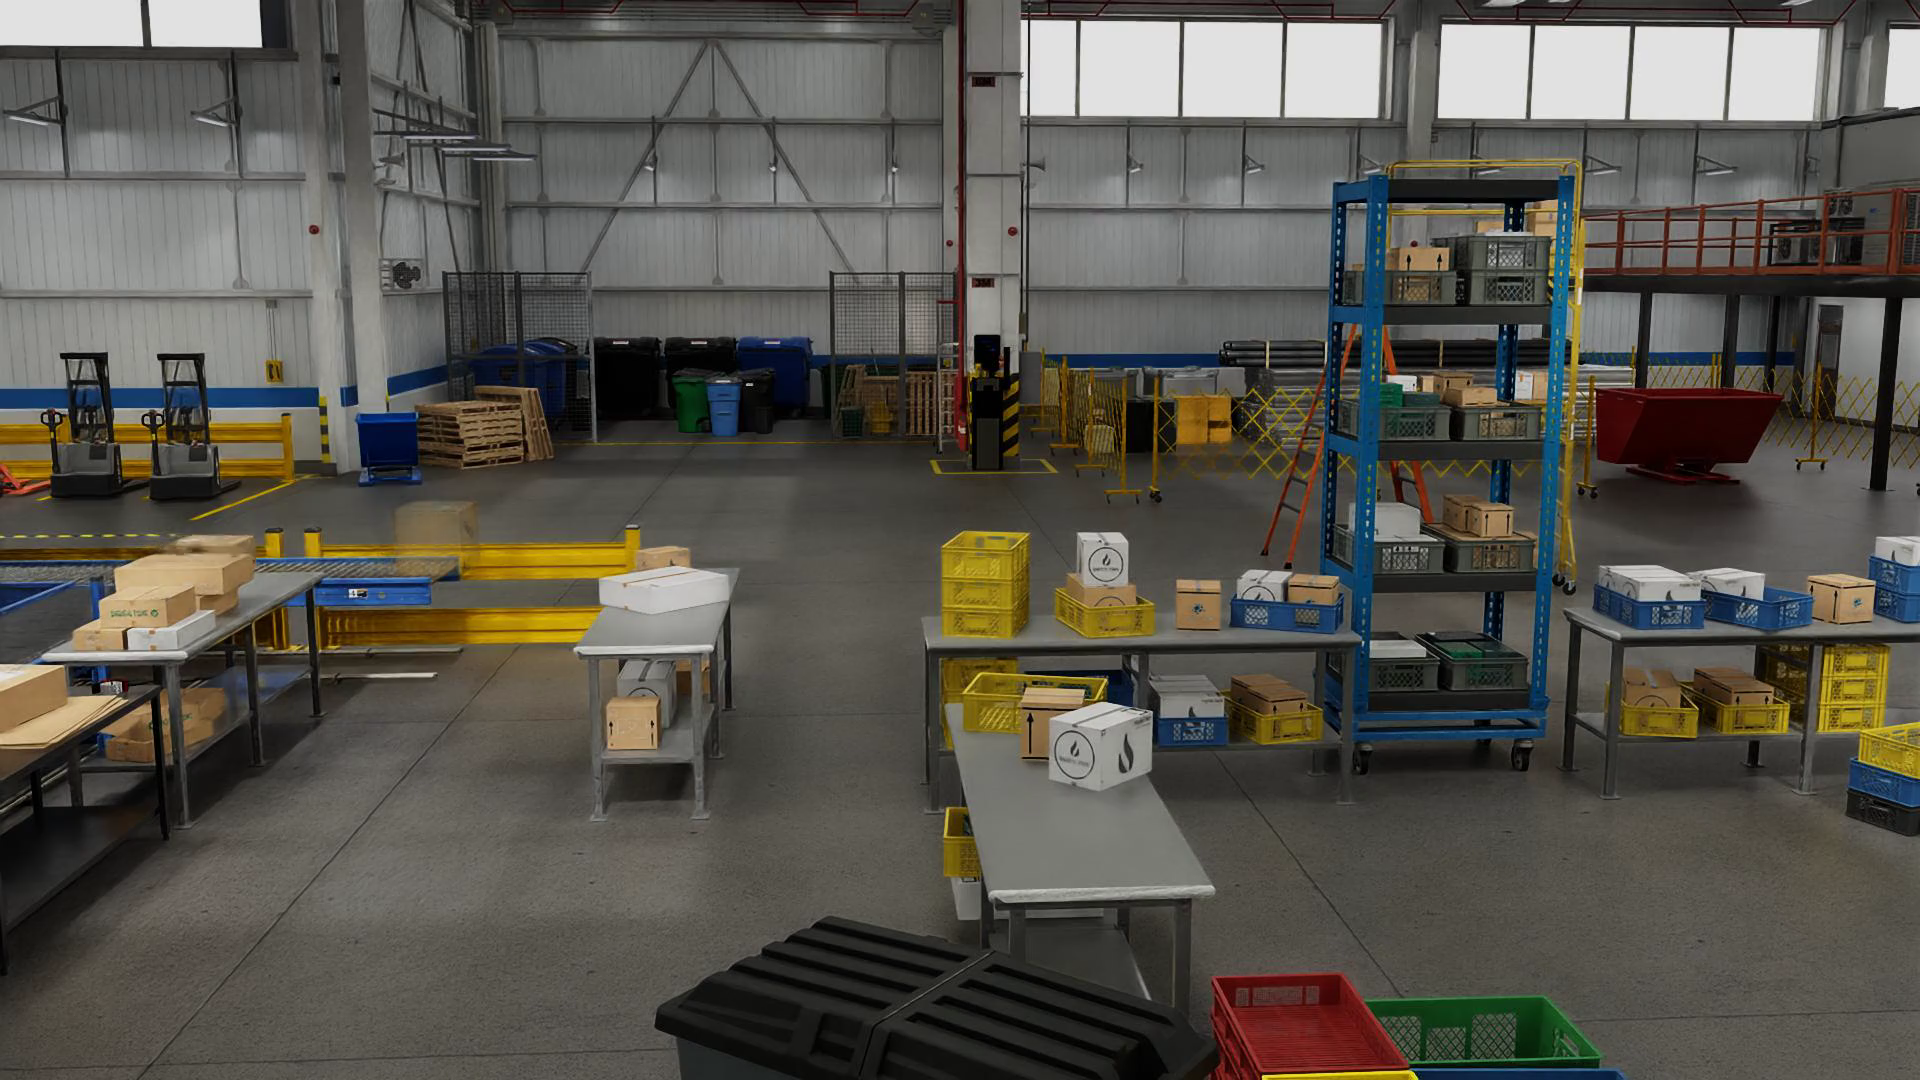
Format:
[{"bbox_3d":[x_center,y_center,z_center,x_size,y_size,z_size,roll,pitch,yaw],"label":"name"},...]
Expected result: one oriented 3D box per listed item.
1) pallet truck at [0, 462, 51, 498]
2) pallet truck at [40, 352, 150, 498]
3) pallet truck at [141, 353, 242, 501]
[{"bbox_3d":[-13.193,-1.293,23.148,0.653,1.274,1.630,-1,9,-4],"label":"pallet truck"},{"bbox_3d":[-11.907,-1.642,23.165,0.823,1.965,1.885,0,9,0],"label":"pallet truck"},{"bbox_3d":[-10.520,-1.604,22.925,0.823,1.965,1.885,-1,9,-6],"label":"pallet truck"}]
